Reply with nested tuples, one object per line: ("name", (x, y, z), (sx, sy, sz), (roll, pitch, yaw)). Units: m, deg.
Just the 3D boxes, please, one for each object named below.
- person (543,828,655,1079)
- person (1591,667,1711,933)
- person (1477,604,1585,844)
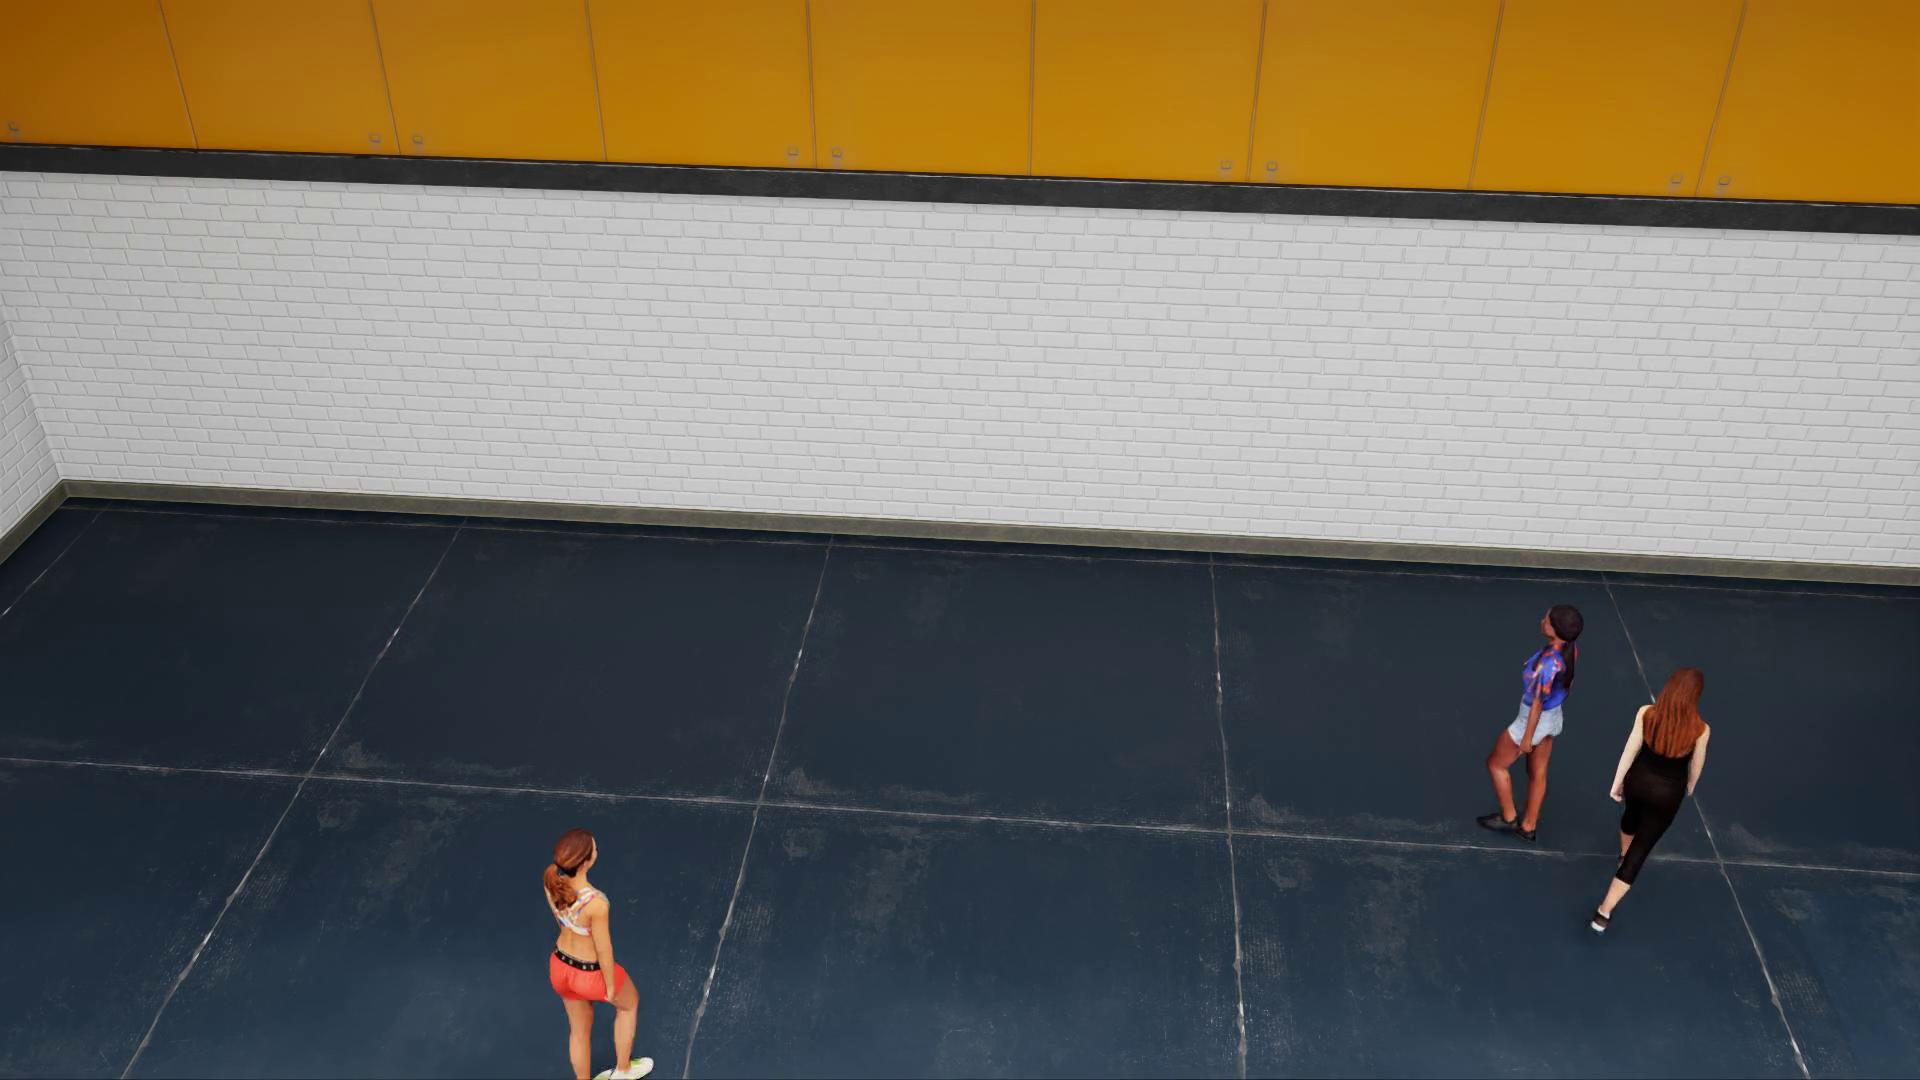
("person", (-1.929, 2.212, 8.300), (0.706, 1.773, 0.759), (16, 37, 22))
("person", (3.907, 1.496, 9.458), (1.034, 1.683, 1.179), (26, 41, 33))
("person", (3.531, 1.143, 9.946), (0.780, 1.731, 0.704), (25, 41, 32))
